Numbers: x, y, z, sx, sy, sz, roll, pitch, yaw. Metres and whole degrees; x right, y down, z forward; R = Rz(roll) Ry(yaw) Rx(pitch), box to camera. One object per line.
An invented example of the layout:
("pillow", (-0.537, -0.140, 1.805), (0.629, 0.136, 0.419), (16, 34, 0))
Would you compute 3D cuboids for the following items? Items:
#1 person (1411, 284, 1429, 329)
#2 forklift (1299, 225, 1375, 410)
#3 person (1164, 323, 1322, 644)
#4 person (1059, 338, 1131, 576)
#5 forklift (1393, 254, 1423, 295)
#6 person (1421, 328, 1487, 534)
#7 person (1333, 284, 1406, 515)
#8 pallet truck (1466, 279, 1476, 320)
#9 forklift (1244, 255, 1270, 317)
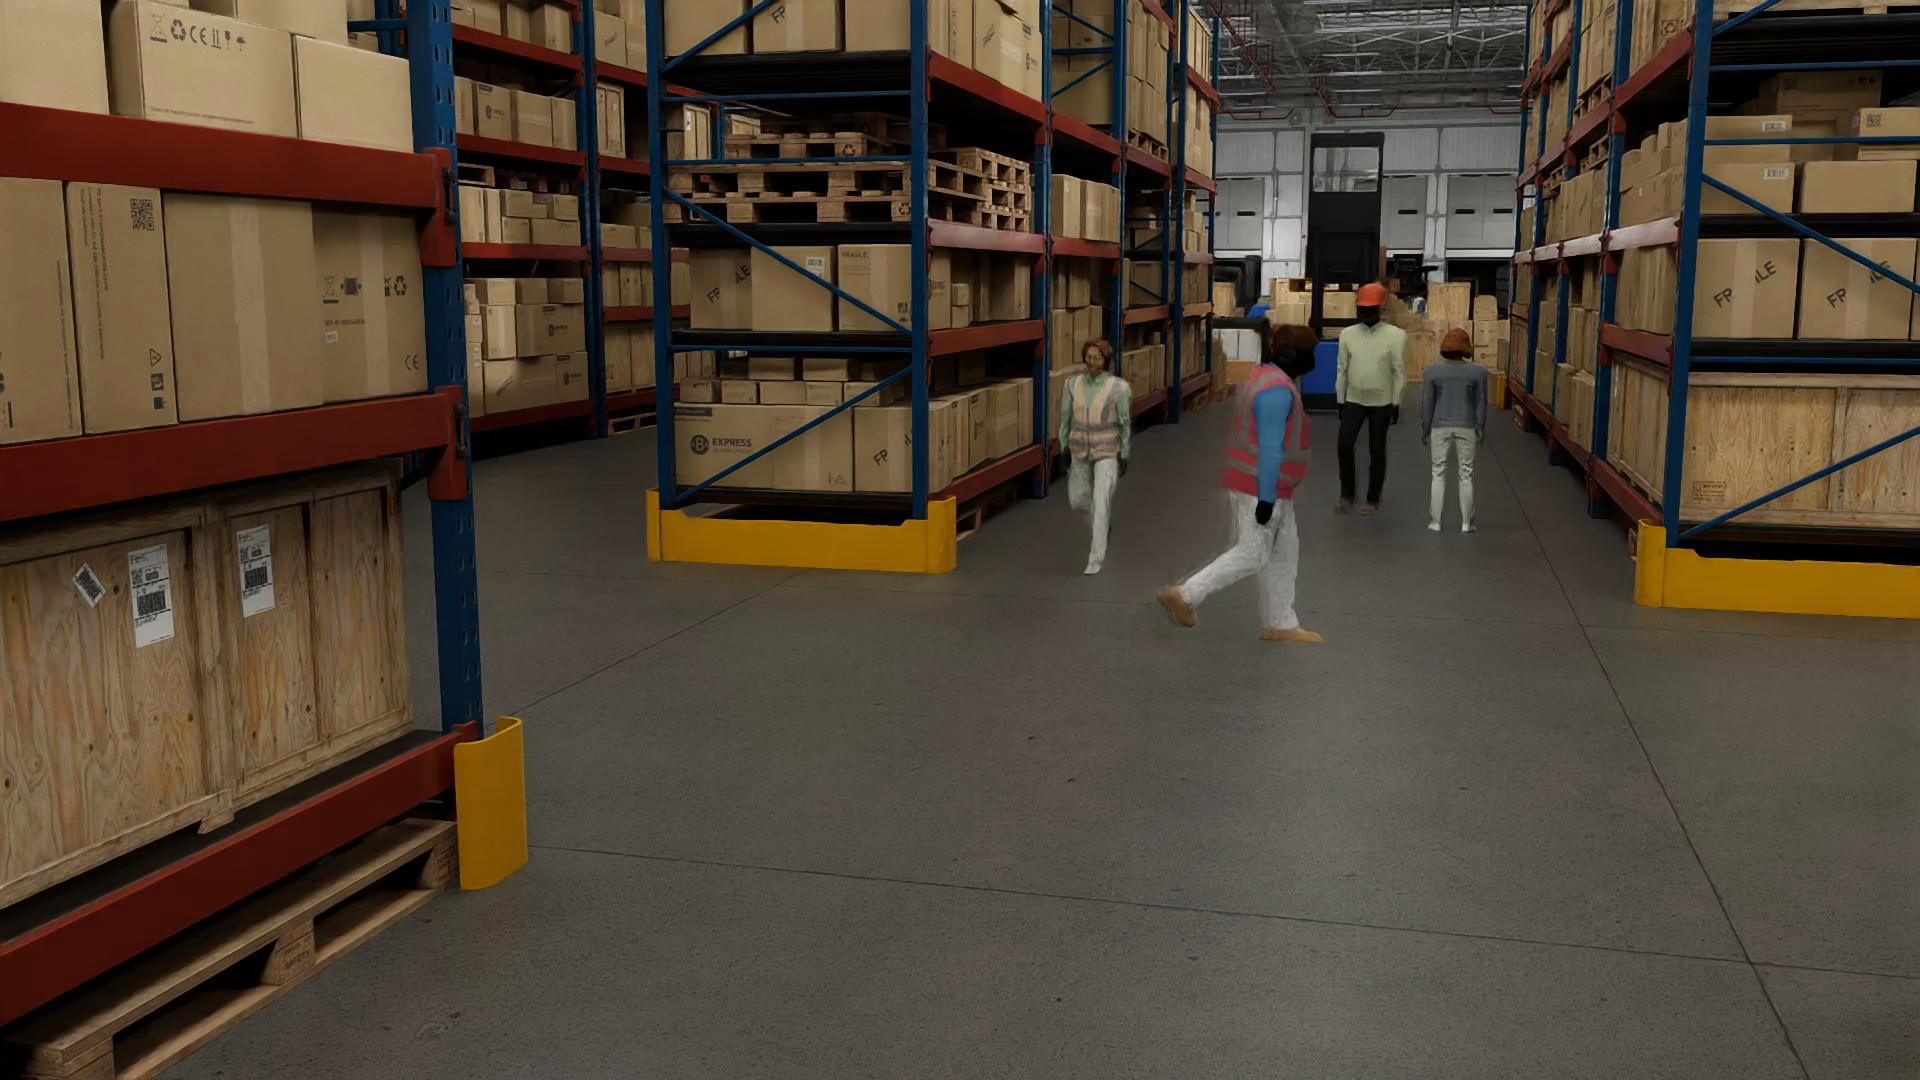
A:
("person", (10.191, -4.660, 36.478), (0.772, 1.893, 0.635), (0, 9, 0))
("forklift", (5.777, -3.387, 25.291), (1.129, 2.768, 1.873), (2, 9, 15))
("person", (1.579, -0.299, 9.152), (0.792, 1.800, 0.638), (2, 9, 12))
("person", (0.953, -0.590, 11.499), (0.526, 1.621, 0.562), (5, 10, 28))
("forklift", (14.750, -8.054, 54.939), (1.129, 2.768, 1.873), (-2, 9, -13))
("person", (3.914, -0.863, 13.209), (0.501, 1.631, 0.285), (3, 9, 18))
("person", (3.451, -1.173, 14.110), (0.619, 1.975, 0.596), (5, 10, 29))
("pallet truck", (18.896, -8.459, 60.307), (1.885, 1.965, 0.823), (5, 10, 31))
("forklift", (10.125, -8.475, 57.614), (1.873, 2.768, 1.129), (4, 10, 21))
